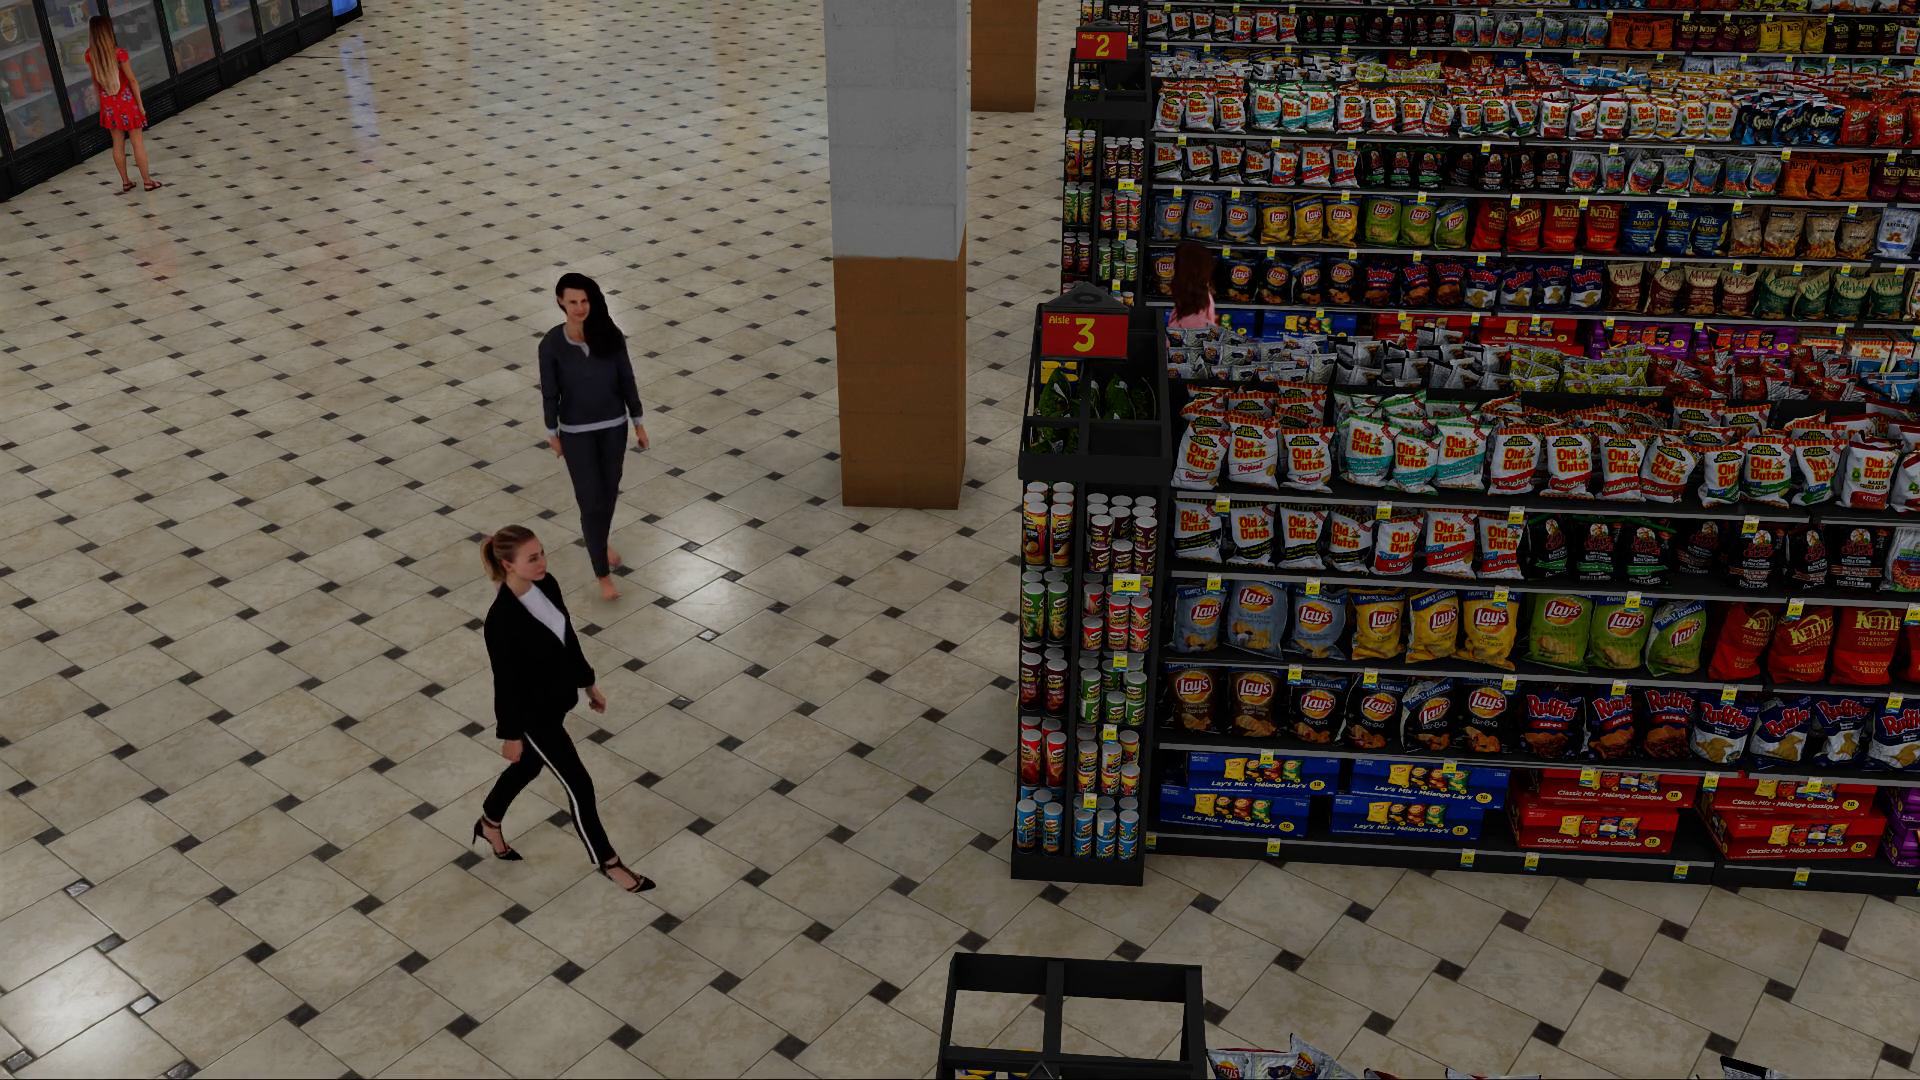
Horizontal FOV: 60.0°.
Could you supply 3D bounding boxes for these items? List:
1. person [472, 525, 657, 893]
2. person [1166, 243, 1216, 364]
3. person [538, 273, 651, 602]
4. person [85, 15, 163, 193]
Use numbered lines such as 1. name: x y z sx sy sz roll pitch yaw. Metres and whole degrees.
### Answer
1. person: -1.733 0.687 6.614 1.079 1.660 0.666 5 29 10
2. person: 1.253 -0.757 9.112 0.558 1.801 0.646 6 29 11
3. person: -1.996 -0.618 8.923 1.010 1.738 1.027 -18 34 -30
4. person: -7.722 -3.999 15.267 0.485 1.593 0.632 1 29 2
